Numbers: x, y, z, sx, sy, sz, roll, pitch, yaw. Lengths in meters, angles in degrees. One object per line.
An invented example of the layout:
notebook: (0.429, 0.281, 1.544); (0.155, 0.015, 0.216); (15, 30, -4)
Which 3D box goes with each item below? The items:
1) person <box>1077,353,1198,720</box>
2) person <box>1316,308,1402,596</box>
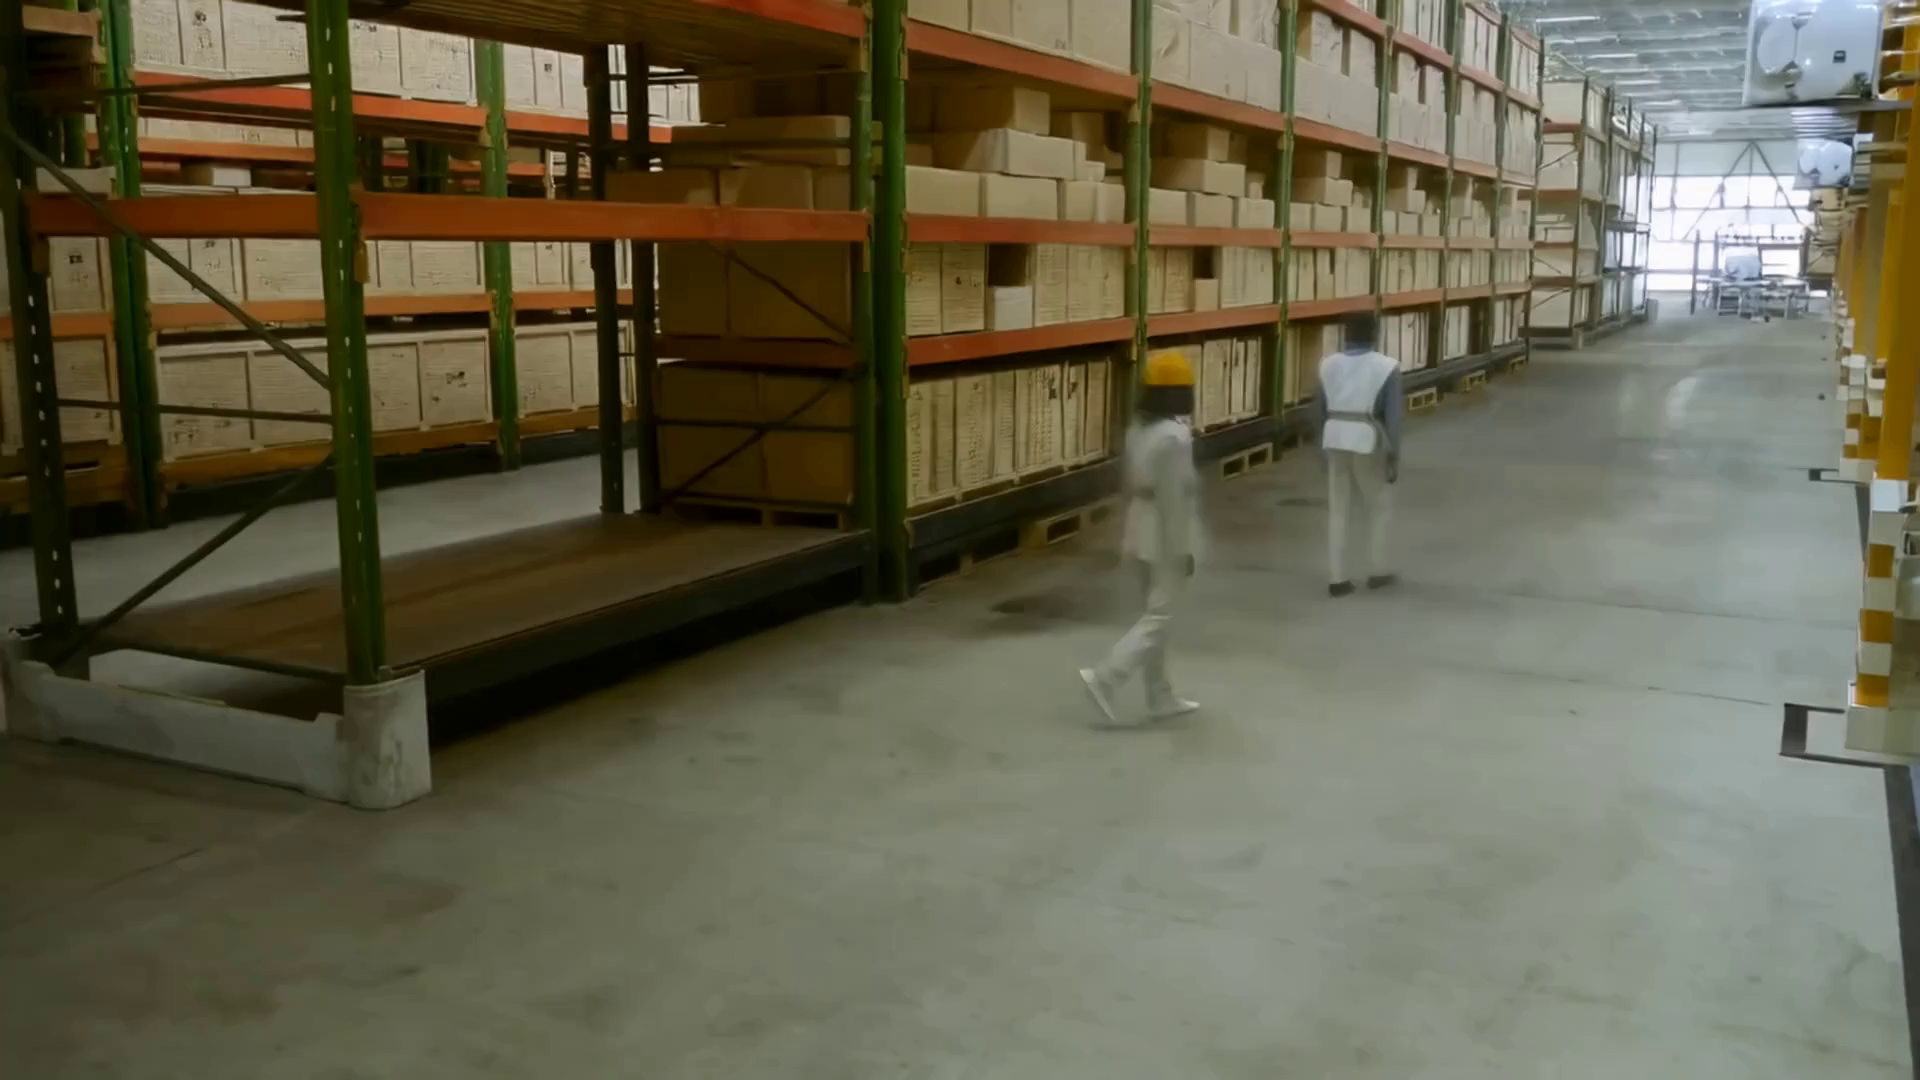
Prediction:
person: (0.838, 0.006, 7.634); (0.635, 1.723, 0.496); (-4, 11, -24)
person: (2.601, -0.570, 10.701); (0.604, 1.815, 0.791); (7, 12, 36)
